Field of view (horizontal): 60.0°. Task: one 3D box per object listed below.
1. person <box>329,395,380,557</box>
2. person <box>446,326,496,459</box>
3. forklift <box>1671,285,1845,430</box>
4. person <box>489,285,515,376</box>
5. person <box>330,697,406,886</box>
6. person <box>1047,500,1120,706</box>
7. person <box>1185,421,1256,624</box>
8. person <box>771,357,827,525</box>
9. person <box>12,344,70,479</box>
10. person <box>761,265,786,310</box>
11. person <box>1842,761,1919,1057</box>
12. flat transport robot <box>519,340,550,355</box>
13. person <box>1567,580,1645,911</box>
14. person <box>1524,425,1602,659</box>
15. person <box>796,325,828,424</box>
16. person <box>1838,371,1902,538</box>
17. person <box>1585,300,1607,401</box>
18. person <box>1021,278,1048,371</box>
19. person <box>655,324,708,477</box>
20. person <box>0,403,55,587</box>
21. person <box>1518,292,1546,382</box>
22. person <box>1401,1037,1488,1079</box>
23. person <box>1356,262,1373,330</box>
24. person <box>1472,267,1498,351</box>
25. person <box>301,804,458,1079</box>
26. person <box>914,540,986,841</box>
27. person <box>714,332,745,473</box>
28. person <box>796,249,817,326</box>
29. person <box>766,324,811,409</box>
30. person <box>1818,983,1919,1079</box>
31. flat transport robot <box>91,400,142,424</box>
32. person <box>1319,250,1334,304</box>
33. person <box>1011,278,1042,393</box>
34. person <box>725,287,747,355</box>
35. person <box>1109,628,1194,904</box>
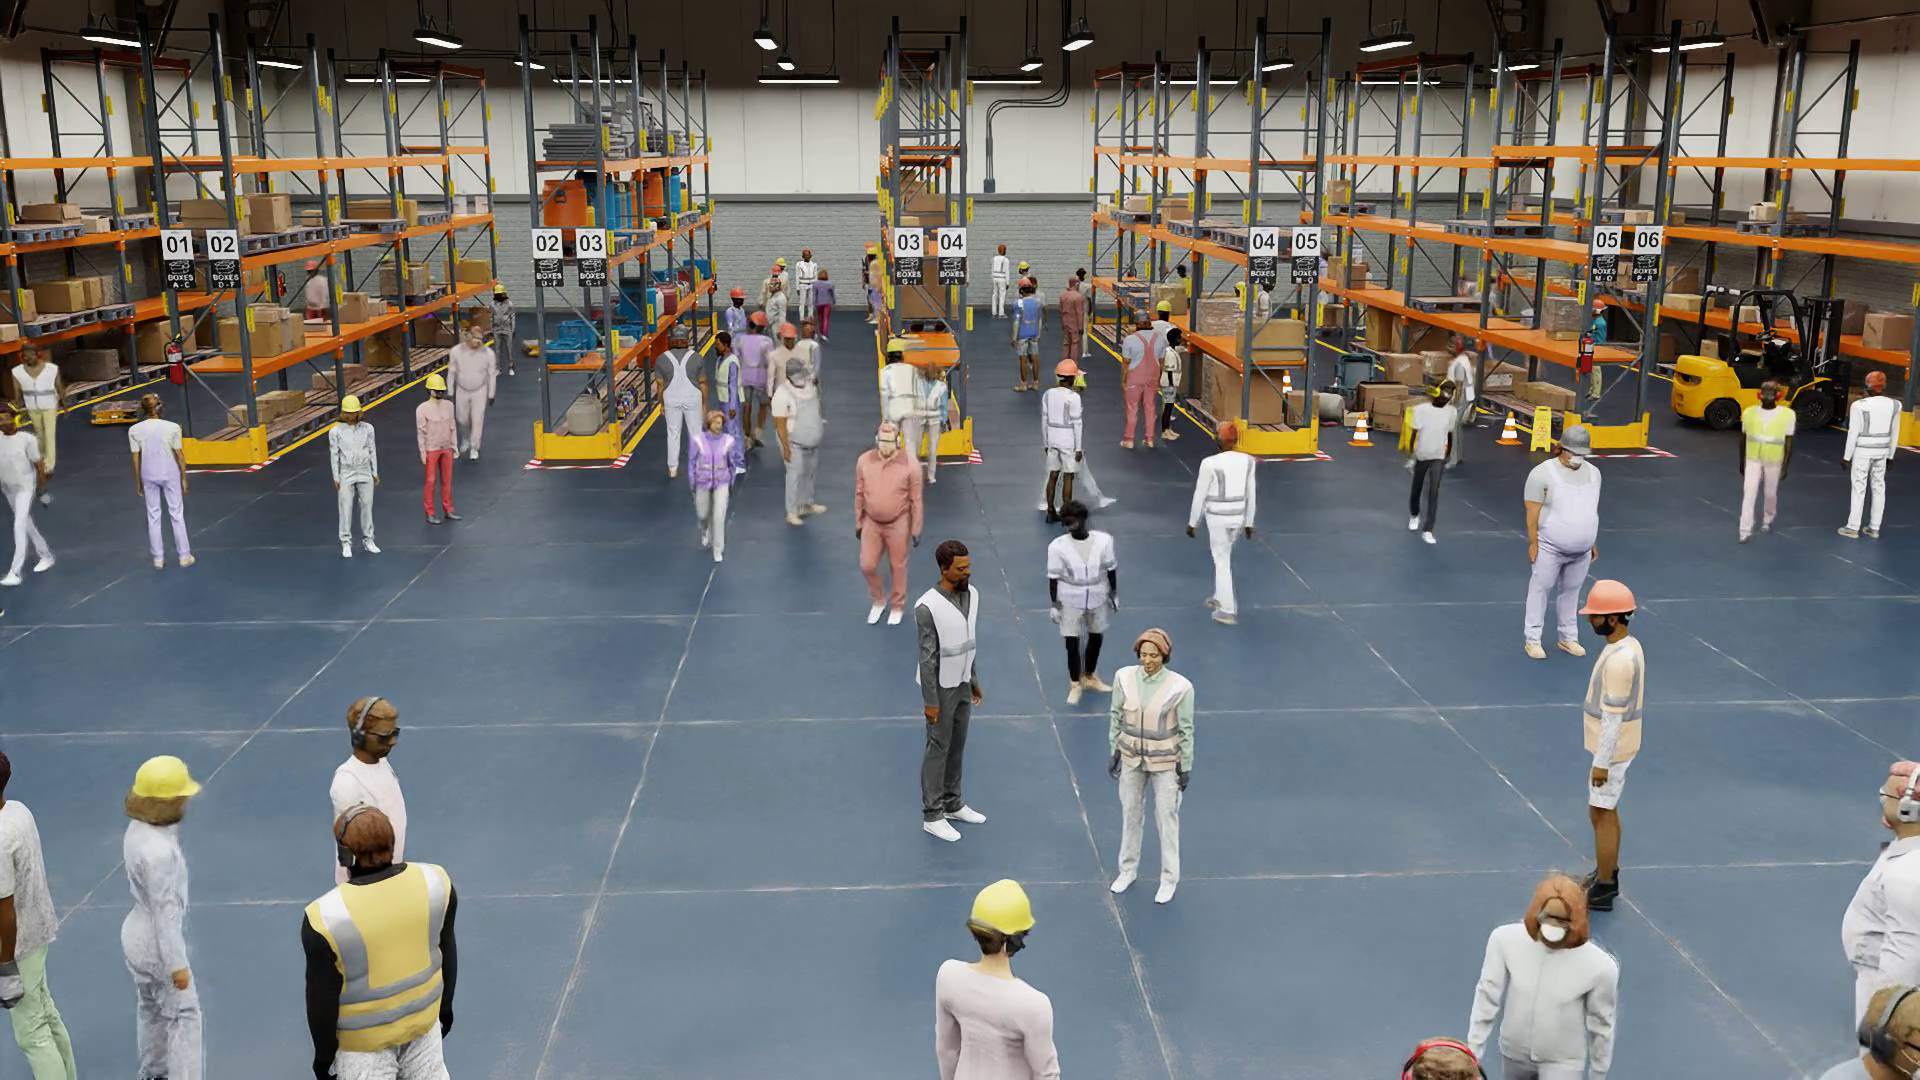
[{"bbox_3d":[-6.478,-0.692,17.839,0.491,1.741,0.323,-10,17,-37],"label":"person"},{"bbox_3d":[-6.892,-2.089,23.471,0.701,1.874,0.485,-3,14,-11],"label":"person"},{"bbox_3d":[12.503,-2.886,26.166,2.313,2.155,1.214,-1,13,-3],"label":"forklift"},{"bbox_3d":[-8.794,-4.028,31.969,0.492,1.742,0.319,0,13,-2],"label":"person"},{"bbox_3d":[-2.739,1.623,7.825,0.343,1.839,0.506,-1,13,-3],"label":"person"},{"bbox_3d":[0.952,0.469,13.095,0.599,1.658,0.505,-3,14,-11],"label":"person"},{"bbox_3d":[2.377,-0.186,15.438,0.594,1.859,0.766,-7,15,-28],"label":"person"},{"bbox_3d":[-1.816,-1.196,19.334,0.542,2.000,0.849,8,15,30],"label":"person"},{"bbox_3d":[-12.255,-1.740,22.220,0.601,1.790,1.032,-4,14,-16],"label":"person"},{"bbox_3d":[-4.260,-5.430,37.983,0.590,1.714,0.741,-2,13,-10],"label":"person"},{"bbox_3d":[3.823,1.824,6.829,0.403,1.906,0.651,12,18,41],"label":"person"},{"bbox_3d":[-8.981,-4.125,35.533,0.652,0.197,1.431,-6,14,-23],"label":"flat transport robot"},{"bbox_3d":[3.701,1.172,9.564,0.392,1.923,0.553,6,14,23],"label":"person"},{"bbox_3d":[5.191,0.008,14.232,0.678,2.000,0.537,-3,14,-12],"label":"person"},{"bbox_3d":[-2.366,-2.571,26.092,0.558,1.612,0.643,9,16,32],"label":"person"},{"bbox_3d":[10.195,-0.950,18.633,0.587,1.884,0.338,0,13,-2],"label":"person"},{"bbox_3d":[10.973,-3.277,28.761,0.334,1.753,0.562,3,14,13],"label":"person"},{"bbox_3d":[1.471,-4.317,33.081,0.535,1.819,1.003,-1,13,-5],"label":"person"},{"bbox_3d":[-3.687,-1.856,22.128,0.683,2.000,0.538,-1,13,-4],"label":"person"},{"bbox_3d":[-9.544,-0.489,16.835,0.515,1.819,0.995,2,13,8],"label":"person"},{"bbox_3d":[10.502,-3.694,30.584,0.568,1.731,0.593,0,13,-2],"label":"person"},{"bbox_3d":[1.392,2.301,4.967,0.560,1.836,0.389,3,14,13],"label":"person"},{"bbox_3d":[9.688,-5.865,39.980,0.497,1.636,0.280,-9,16,-35],"label":"person"},{"bbox_3d":[11.363,-4.973,35.822,0.660,1.812,0.457,-10,16,-36],"label":"person"},{"bbox_3d":[-2.283,1.915,6.583,0.429,1.843,0.627,12,18,42],"label":"person"},{"bbox_3d":[-0.070,0.931,10.587,0.392,1.919,0.590,8,15,30],"label":"person"},{"bbox_3d":[-3.100,-1.843,22.371,0.382,1.911,0.593,-6,15,-25],"label":"person"},{"bbox_3d":[-3.750,-6.182,40.796,0.583,1.882,0.350,-8,16,-31],"label":"person"},{"bbox_3d":[-2.386,-2.051,23.158,0.637,1.953,0.996,-3,14,-11],"label":"person"},{"bbox_3d":[2.737,2.220,5.116,0.645,1.922,0.629,-6,14,-22],"label":"person"},{"bbox_3d":[-13.600,-2.075,26.850,0.652,0.197,1.431,-5,14,-21],"label":"flat transport robot"},{"bbox_3d":[9.202,-6.383,41.828,0.472,1.805,0.667,5,14,19],"label":"person"},{"bbox_3d":[1.178,-3.660,29.792,0.605,2.033,0.402,-8,15,-30],"label":"person"},{"bbox_3d":[-3.873,-3.450,29.106,0.358,1.937,0.549,4,14,16],"label":"person"},{"bbox_3d":[1.110,1.297,9.658,0.517,1.633,0.312,8,15,30],"label":"person"}]
